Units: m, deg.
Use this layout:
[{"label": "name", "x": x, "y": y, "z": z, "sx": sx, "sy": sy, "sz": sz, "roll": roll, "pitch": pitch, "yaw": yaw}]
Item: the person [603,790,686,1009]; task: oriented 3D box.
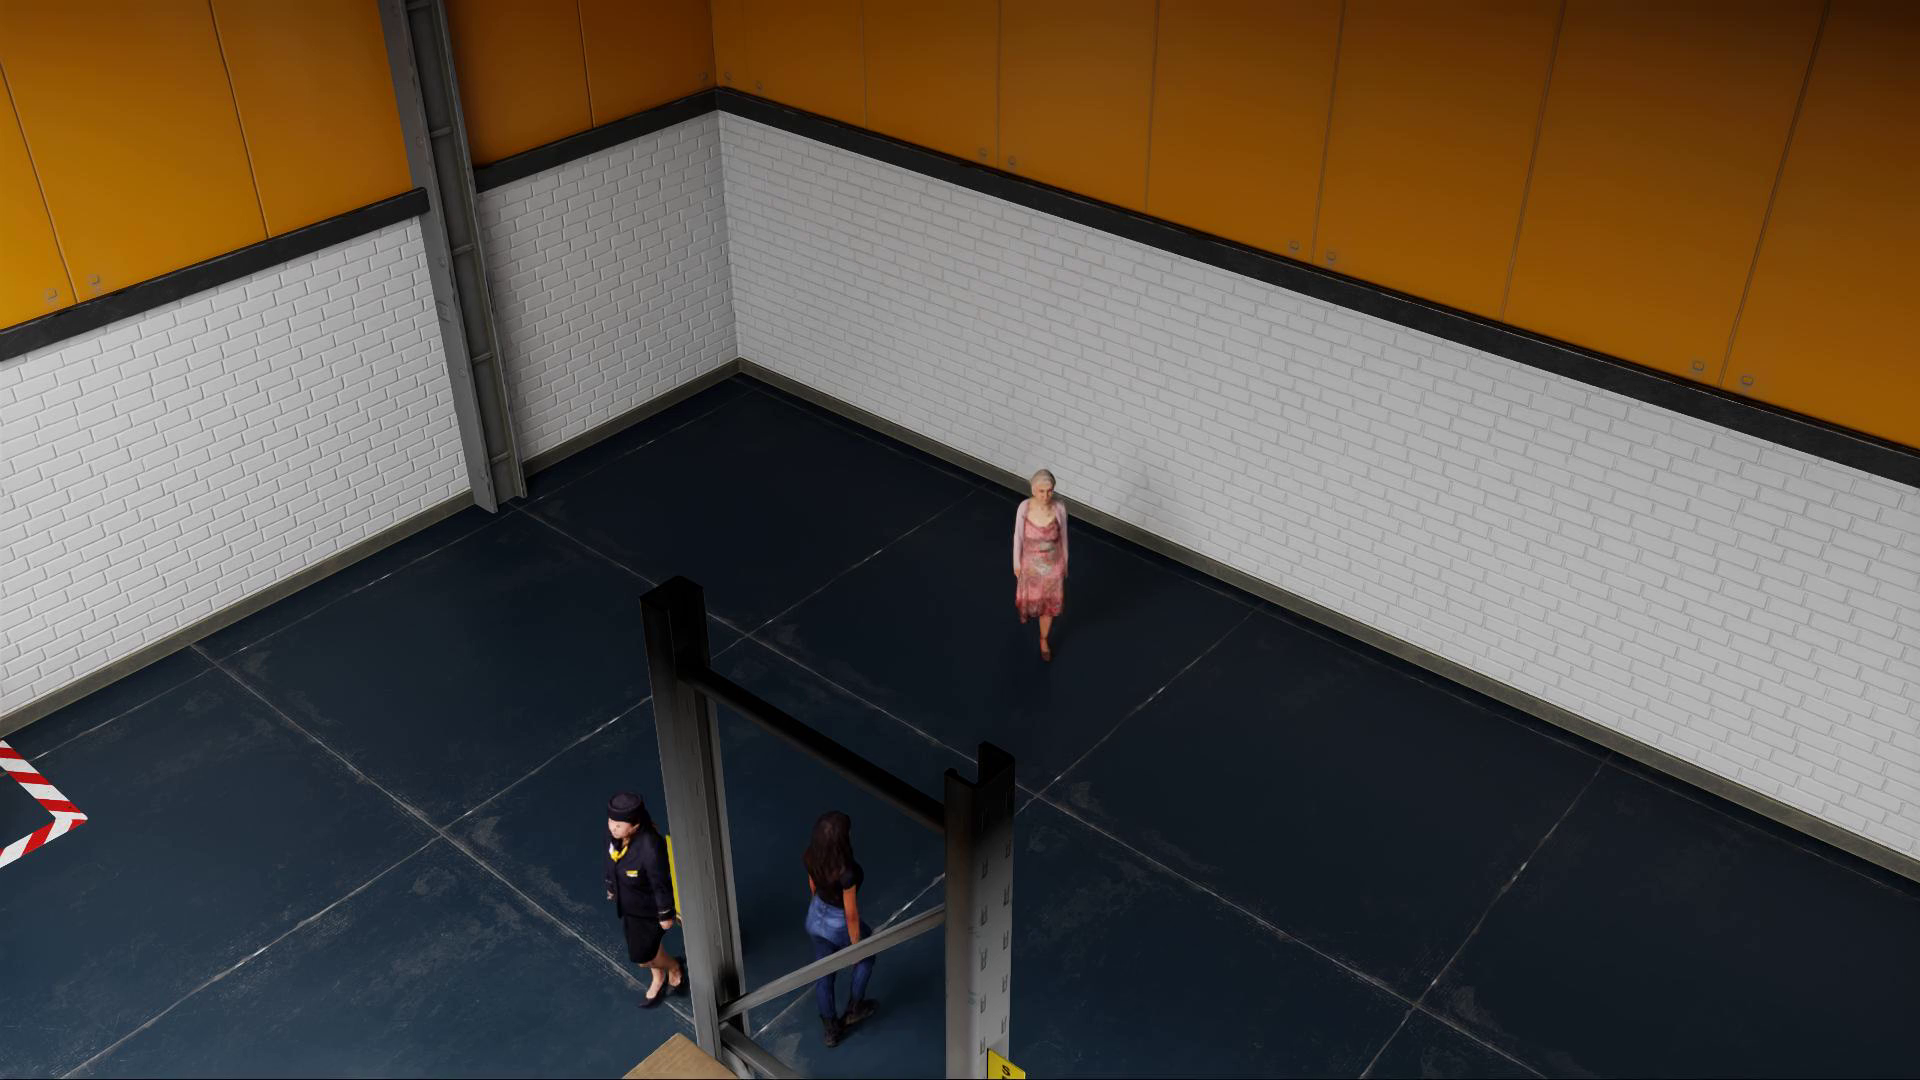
[{"label": "person", "x": -1.845, "y": 2.153, "z": 10.049, "sx": 0.730, "sy": 1.665, "sz": 0.673, "roll": 29, "pitch": 43, "yaw": 36}]

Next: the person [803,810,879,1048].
[{"label": "person", "x": -0.781, "y": 2.332, "z": 9.725, "sx": 0.614, "sy": 1.726, "sz": 0.654, "roll": 21, "pitch": 39, "yaw": 29}]

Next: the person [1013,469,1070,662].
[{"label": "person", "x": 0.622, "y": 0.141, "z": 13.064, "sx": 0.857, "sy": 1.679, "sz": 0.908, "roll": -5, "pitch": 34, "yaw": -7}]
